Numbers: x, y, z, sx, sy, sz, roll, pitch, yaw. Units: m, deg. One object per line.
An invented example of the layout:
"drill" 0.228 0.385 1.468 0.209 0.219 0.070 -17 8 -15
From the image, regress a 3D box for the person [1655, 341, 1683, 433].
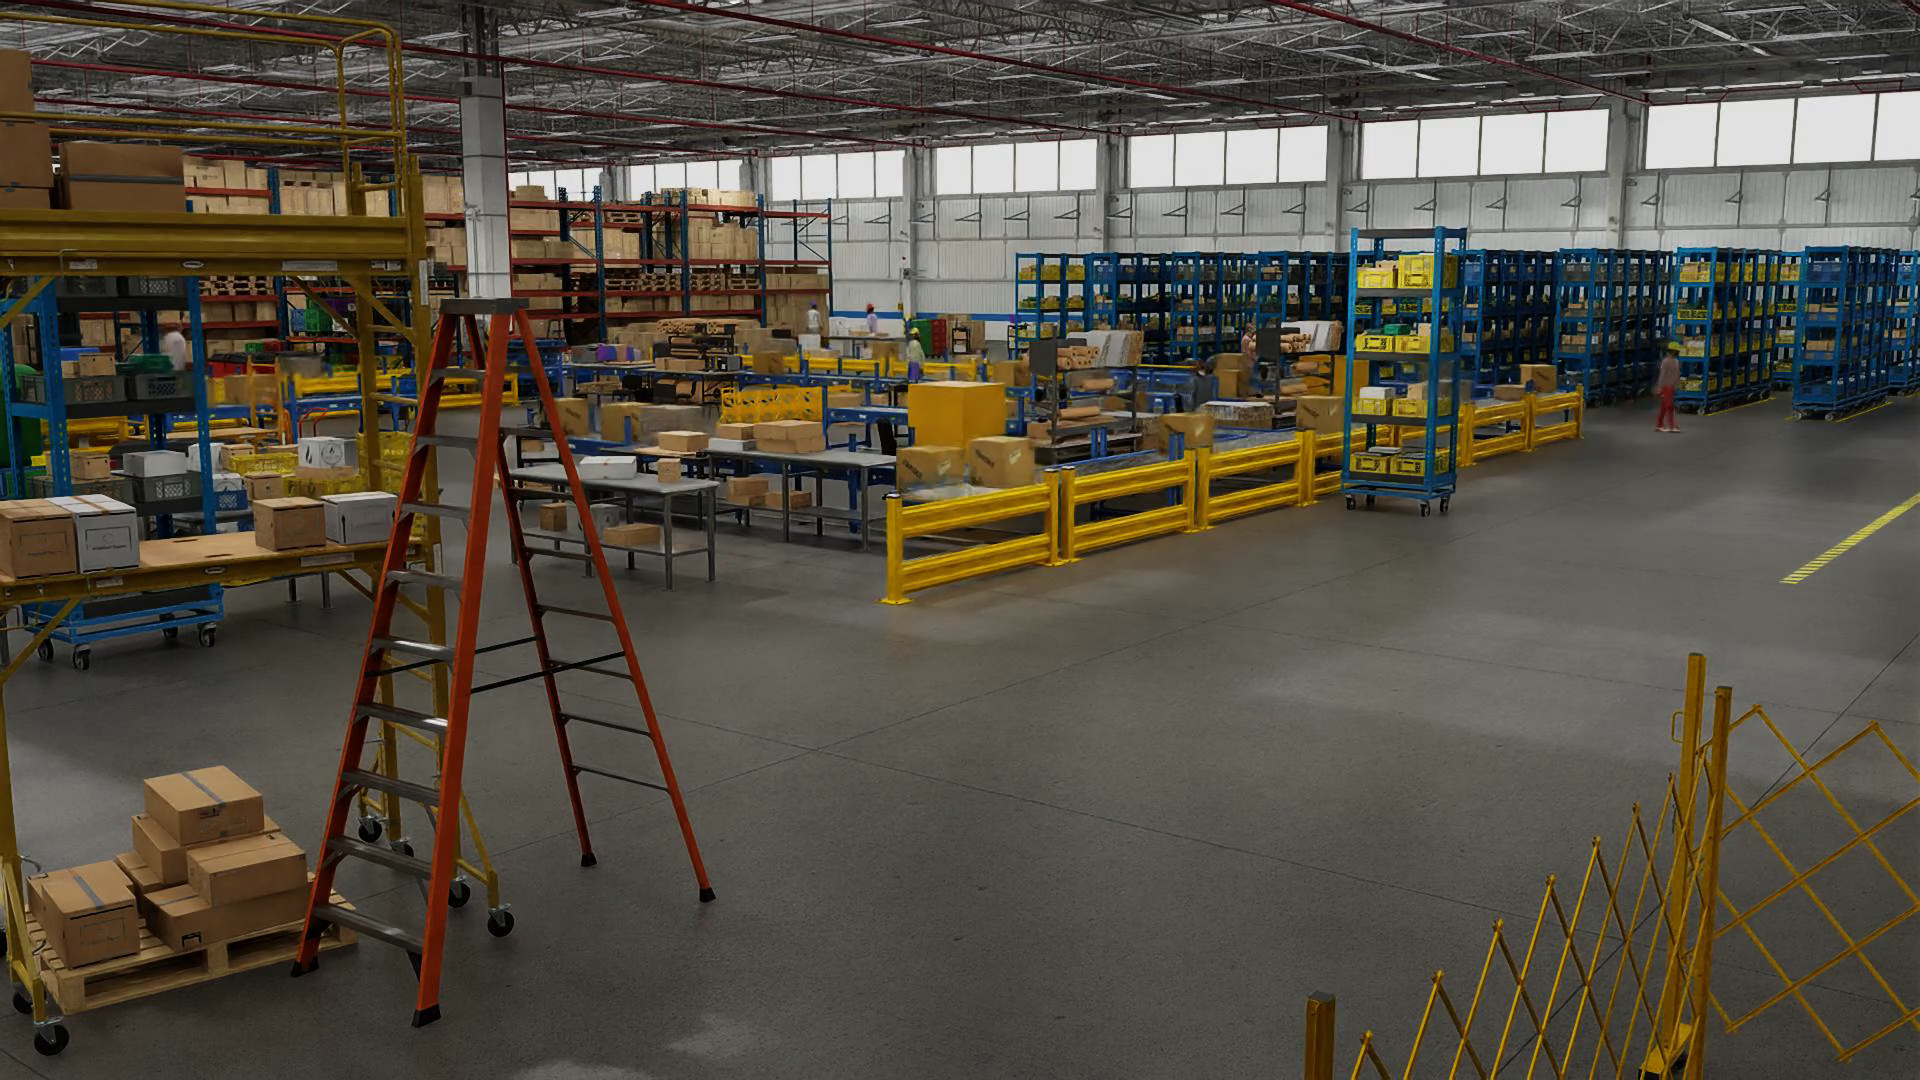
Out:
"person" 13.593 -2.897 31.629 0.553 1.737 0.739 -7 12 -38

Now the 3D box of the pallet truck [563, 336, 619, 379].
"pallet truck" -10.690 -5.294 48.215 1.601 1.201 0.680 -5 10 -26

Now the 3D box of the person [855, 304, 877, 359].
"person" -3.148 -7.046 56.706 0.965 2.005 0.634 4 10 22

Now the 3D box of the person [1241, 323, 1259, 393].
"person" 6.653 -4.024 38.160 0.409 1.913 0.646 3 9 16

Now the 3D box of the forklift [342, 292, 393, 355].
"forklift" -16.485 -5.622 45.120 1.129 2.768 1.873 7 11 37

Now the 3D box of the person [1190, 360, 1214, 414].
"person" 4.047 -2.255 28.135 0.528 1.593 0.726 -7 11 -36

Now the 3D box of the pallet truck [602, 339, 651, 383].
"pallet truck" -8.991 -4.871 45.351 0.653 1.274 1.630 7 11 37

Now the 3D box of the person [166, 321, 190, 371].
"person" -18.768 -4.331 40.132 0.681 1.887 0.619 8 12 41

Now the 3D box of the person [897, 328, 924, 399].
"person" -1.099 -4.000 38.480 0.690 1.783 0.629 -1 9 -8

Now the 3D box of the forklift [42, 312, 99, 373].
"forklift" -23.779 -5.451 44.052 1.873 2.768 1.129 7 11 36

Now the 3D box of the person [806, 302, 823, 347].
"person" -5.745 -8.478 66.003 0.617 1.891 1.005 6 11 34
